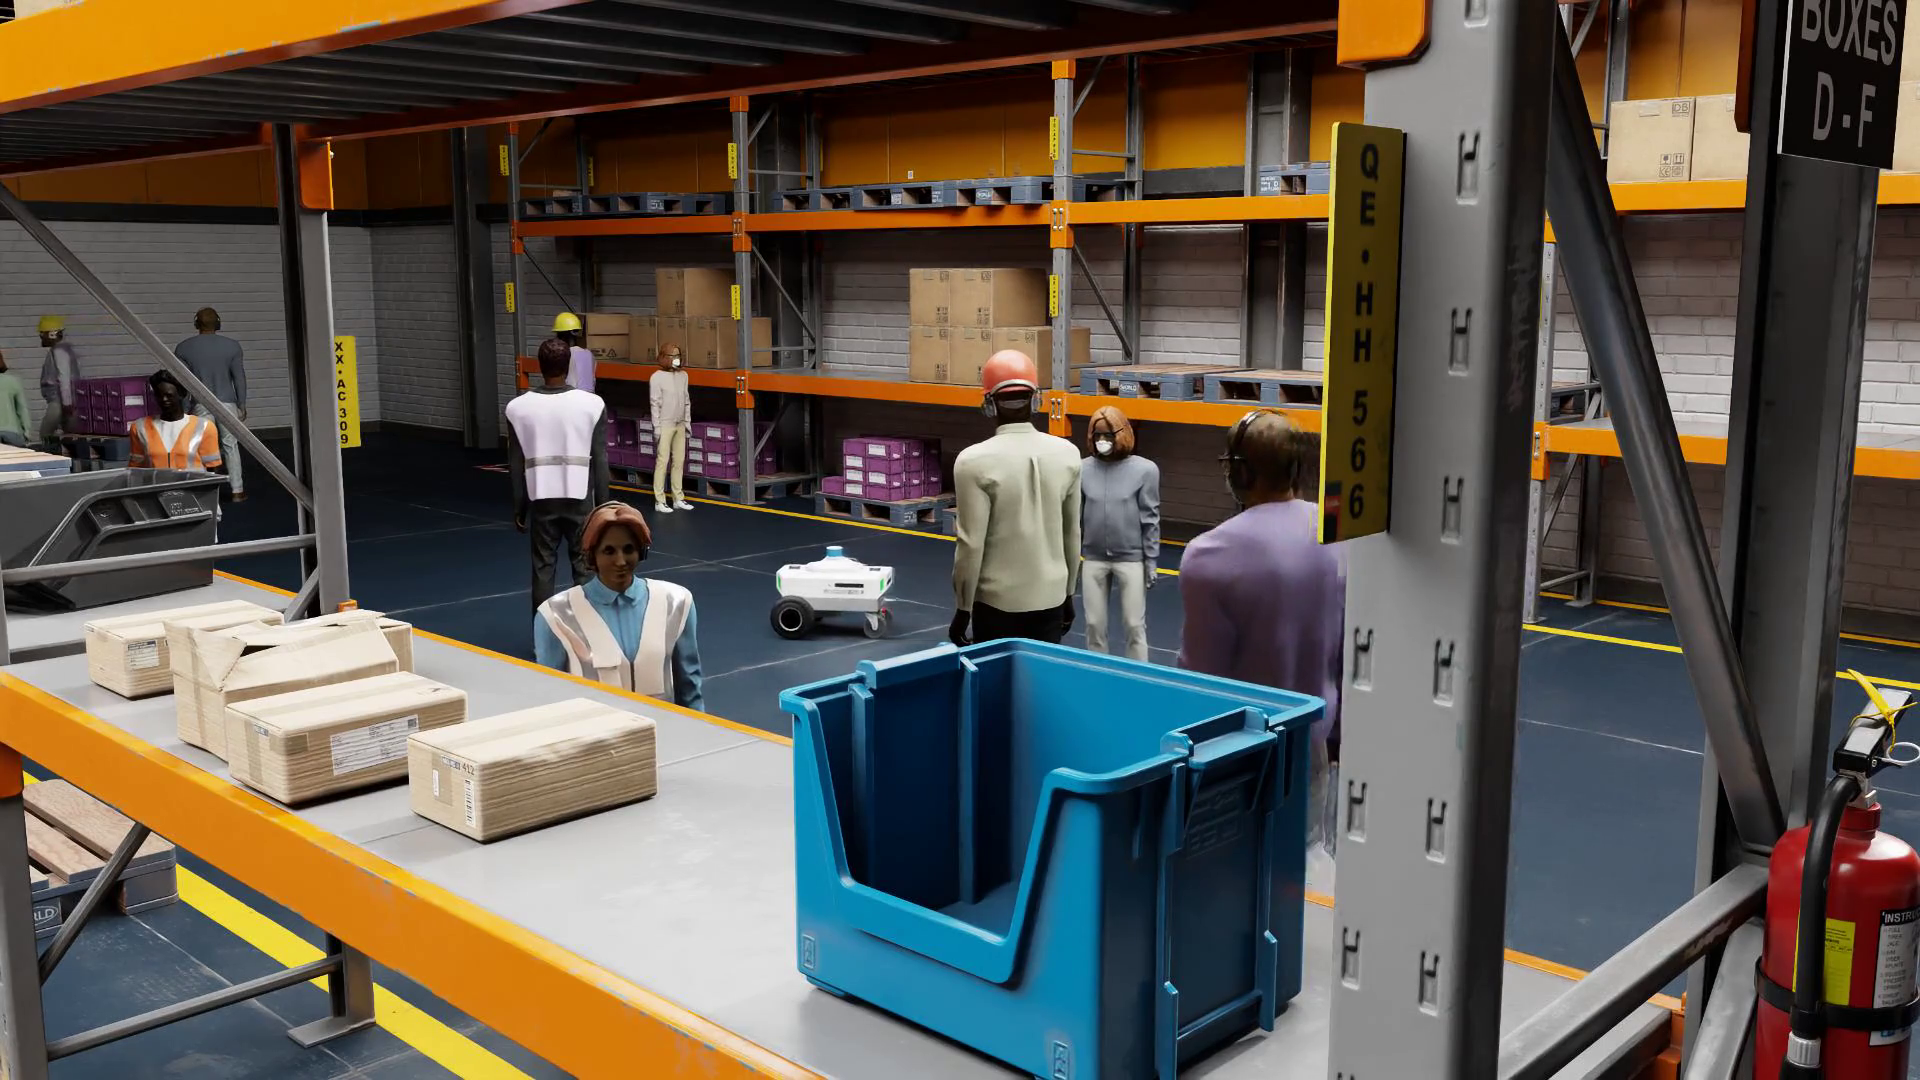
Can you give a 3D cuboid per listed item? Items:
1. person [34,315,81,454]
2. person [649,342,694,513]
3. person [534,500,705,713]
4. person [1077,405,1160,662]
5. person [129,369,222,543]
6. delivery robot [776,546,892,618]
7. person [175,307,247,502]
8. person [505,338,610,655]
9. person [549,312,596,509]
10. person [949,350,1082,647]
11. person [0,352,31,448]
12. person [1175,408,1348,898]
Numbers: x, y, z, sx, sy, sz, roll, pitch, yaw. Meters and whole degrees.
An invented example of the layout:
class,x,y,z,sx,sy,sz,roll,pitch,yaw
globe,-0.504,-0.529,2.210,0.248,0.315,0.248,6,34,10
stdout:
class,x,y,z,sx,sy,sz,roll,pitch,yaw
person,-9.863,-1.526,18.068,0.660,1.806,0.630,-4,10,-24
person,-2.755,-1.074,15.871,0.282,1.625,0.493,6,11,32
person,-1.020,0.691,5.028,0.519,1.634,0.311,-5,10,-27
person,0.782,0.119,8.561,0.509,1.623,0.283,4,10,21
person,-4.907,-0.223,10.430,0.532,1.697,0.322,-2,10,-14
delivery robot,-0.790,0.283,10.534,0.707,0.478,0.477,1,9,7
person,-7.381,-1.325,16.448,0.627,1.941,0.371,-3,10,-20
person,-2.369,-0.231,9.848,0.582,1.911,0.391,-1,9,-6
person,-3.559,-1.122,15.274,0.395,1.920,0.591,3,10,20
person,0.218,0.226,6.777,0.616,1.989,0.394,-6,11,-32
person,-8.850,-0.969,15.289,0.508,1.600,0.673,-8,12,-42
person,0.920,0.582,4.804,0.636,1.921,0.747,-4,10,-22
